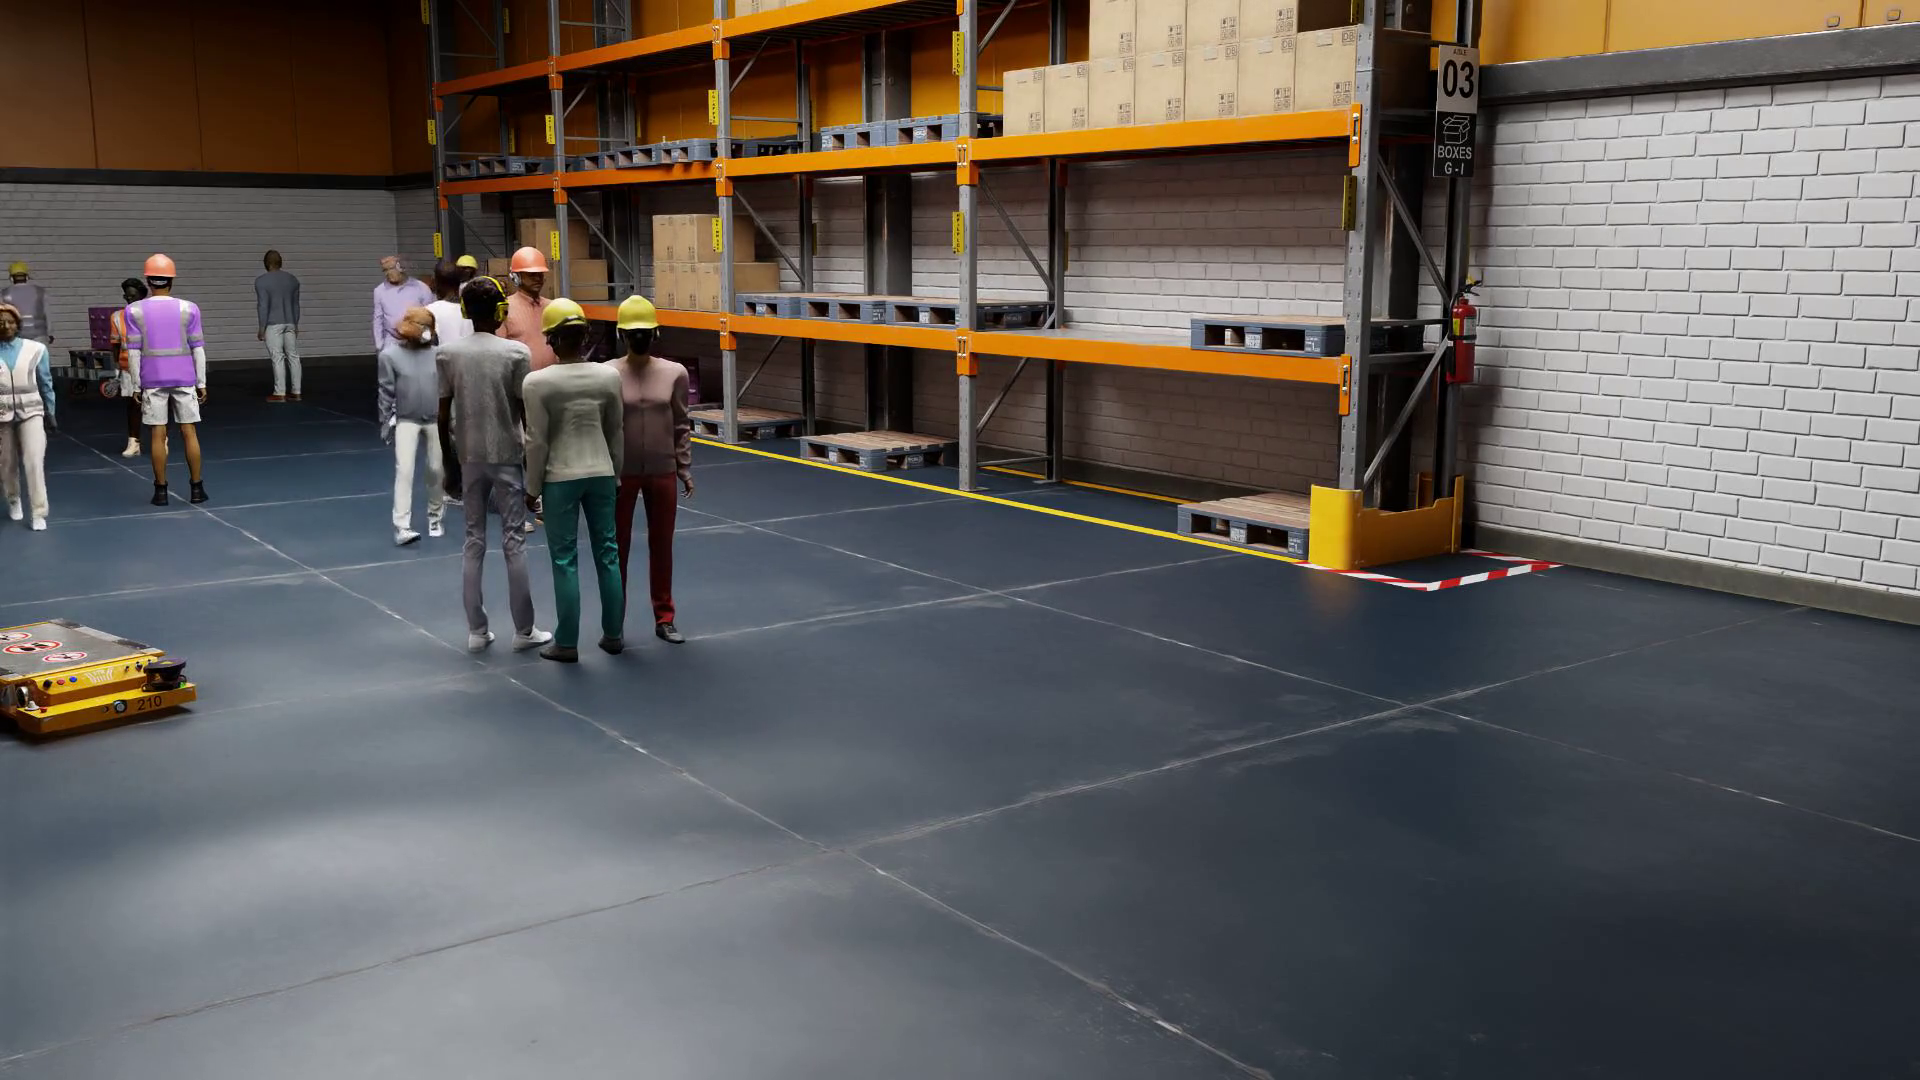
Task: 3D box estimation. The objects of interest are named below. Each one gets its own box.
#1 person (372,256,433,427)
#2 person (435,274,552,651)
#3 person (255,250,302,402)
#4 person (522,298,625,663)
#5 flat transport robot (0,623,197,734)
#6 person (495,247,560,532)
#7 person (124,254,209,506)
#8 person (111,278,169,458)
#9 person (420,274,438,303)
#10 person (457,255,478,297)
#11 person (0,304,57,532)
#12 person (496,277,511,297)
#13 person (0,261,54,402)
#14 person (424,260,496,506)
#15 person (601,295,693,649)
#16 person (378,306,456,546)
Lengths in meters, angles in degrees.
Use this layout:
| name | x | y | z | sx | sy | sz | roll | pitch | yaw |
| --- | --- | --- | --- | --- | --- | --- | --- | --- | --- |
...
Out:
| name | x | y | z | sx | sy | sz | roll | pitch | yaw |
| --- | --- | --- | --- | --- | --- | --- | --- | --- | --- |
| person | -6.072 | -2.155 | 18.239 | 0.716 | 1.878 | 0.394 | -1 | 10 | -8 |
| person | -2.329 | -0.373 | 8.257 | 0.519 | 1.873 | 0.335 | 1 | 10 | 7 |
| person | -8.696 | -2.723 | 21.230 | 0.377 | 1.940 | 0.628 | 6 | 12 | 29 |
| person | -1.870 | -0.286 | 8.076 | 0.522 | 1.764 | 0.318 | -8 | 13 | -39 |
| flat transport robot | -4.074 | 0.579 | 7.404 | 1.431 | 0.197 | 0.652 | 8 | 13 | 38 |
| person | -3.021 | -1.058 | 11.742 | 0.387 | 1.996 | 0.611 | 8 | 13 | 38 |
| person | -6.129 | -1.231 | 12.884 | 0.554 | 1.935 | 0.367 | -5 | 11 | -25 |
| person | -7.741 | -1.623 | 15.743 | 0.536 | 1.696 | 0.321 | -1 | 10 | -5 |
| person | -6.958 | -2.667 | 21.823 | 0.506 | 1.623 | 0.420 | -4 | 11 | -23 |
| person | -5.278 | -2.113 | 17.961 | 0.590 | 1.883 | 0.771 | 0 | 10 | 0 |
| person | -6.779 | -0.891 | 11.924 | 0.527 | 1.605 | 0.833 | -6 | 12 | -29 |
| person | -5.409 | -2.272 | 19.591 | 0.282 | 1.626 | 0.491 | 10 | 14 | 44 |
| person | -11.896 | -2.651 | 21.211 | 0.594 | 1.798 | 0.783 | -6 | 12 | -29 |
| person | -3.783 | -1.172 | 12.661 | 0.767 | 1.899 | 0.594 | 7 | 12 | 33 |
| person | -1.588 | -0.333 | 8.324 | 0.527 | 1.767 | 0.331 | -4 | 11 | -23 |
| person | -3.633 | -0.761 | 11.245 | 0.550 | 1.579 | 0.666 | -7 | 12 | -33 |
